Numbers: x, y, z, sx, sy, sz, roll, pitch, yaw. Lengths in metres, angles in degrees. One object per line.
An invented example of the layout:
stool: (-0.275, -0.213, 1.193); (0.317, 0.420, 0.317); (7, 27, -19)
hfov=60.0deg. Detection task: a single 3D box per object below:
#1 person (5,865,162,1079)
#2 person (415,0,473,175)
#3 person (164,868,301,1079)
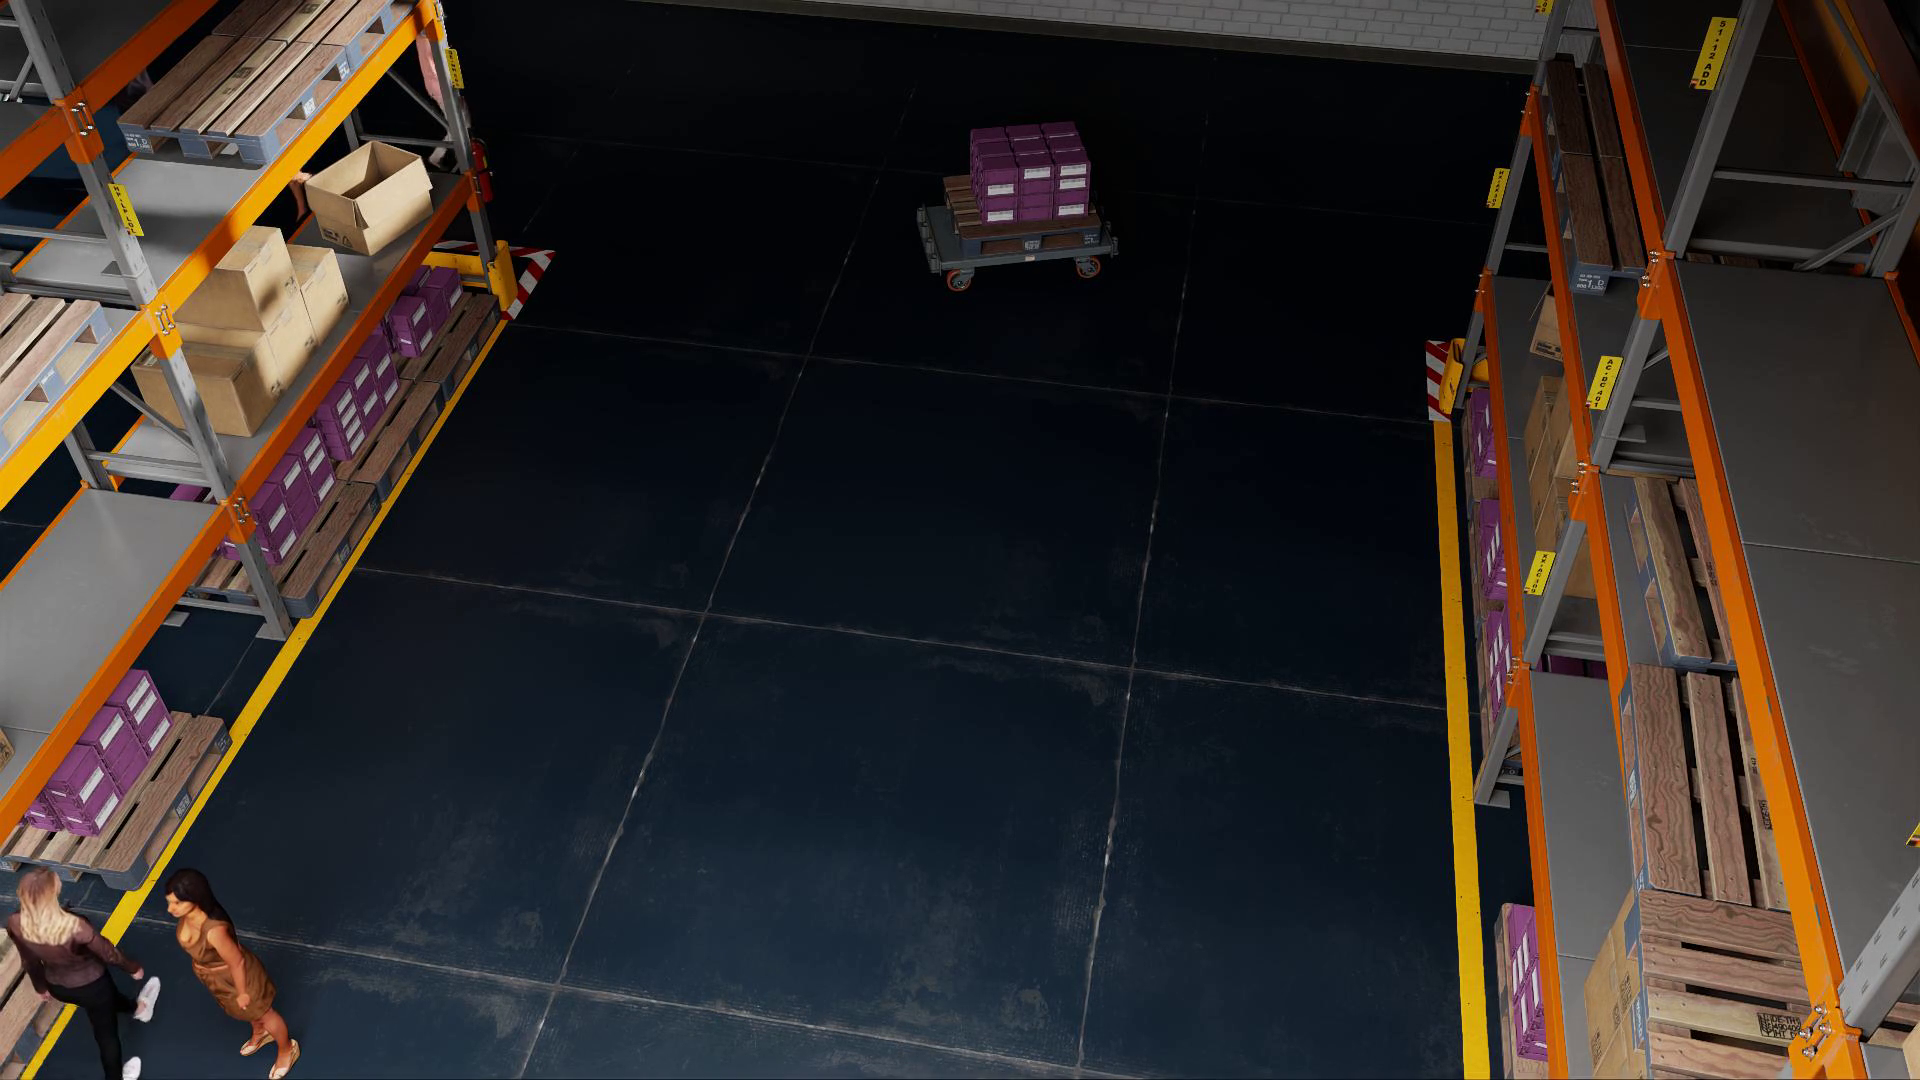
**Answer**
person: (-4.533, 2.344, 8.514); (0.622, 1.676, 0.905); (6, 44, 6)
person: (-4.802, -4.101, 15.256); (0.823, 1.707, 0.932); (30, 51, 28)
person: (-3.781, 2.239, 8.616); (0.633, 1.687, 0.641); (27, 50, 26)
